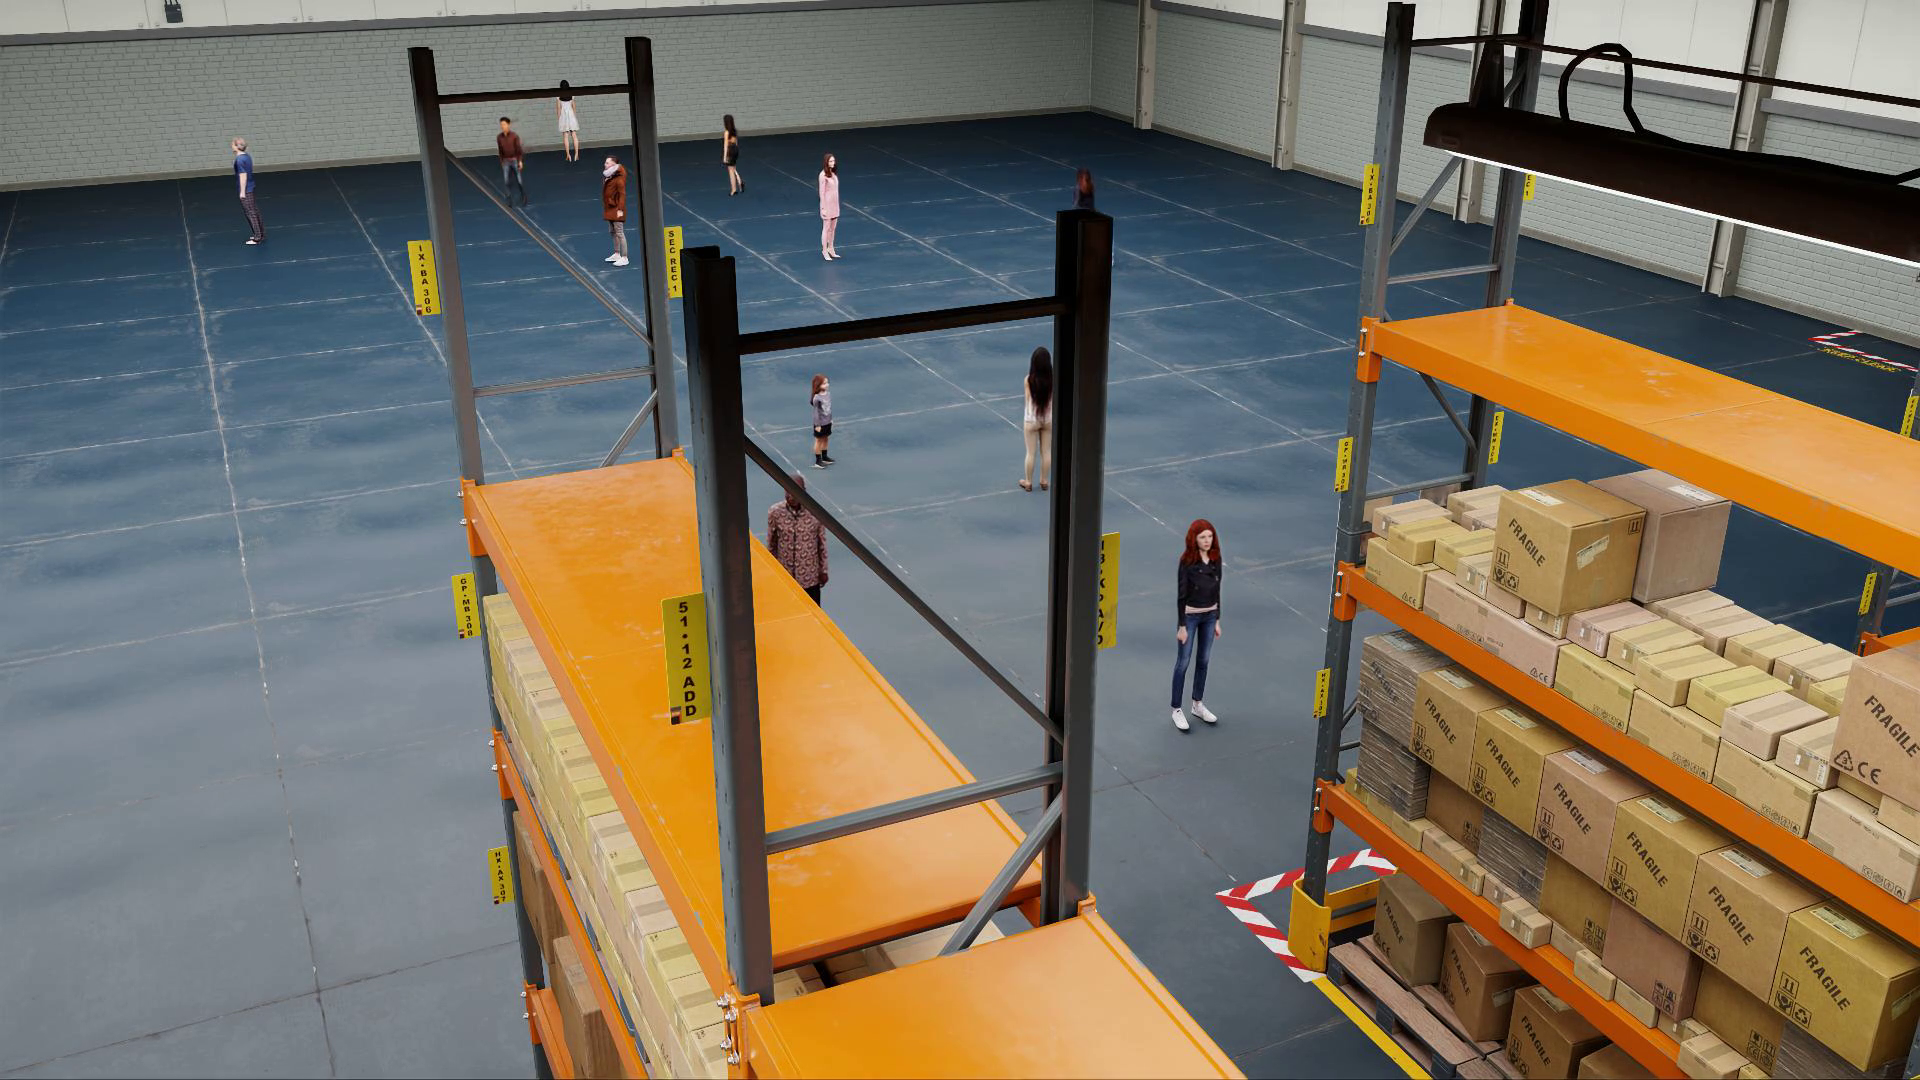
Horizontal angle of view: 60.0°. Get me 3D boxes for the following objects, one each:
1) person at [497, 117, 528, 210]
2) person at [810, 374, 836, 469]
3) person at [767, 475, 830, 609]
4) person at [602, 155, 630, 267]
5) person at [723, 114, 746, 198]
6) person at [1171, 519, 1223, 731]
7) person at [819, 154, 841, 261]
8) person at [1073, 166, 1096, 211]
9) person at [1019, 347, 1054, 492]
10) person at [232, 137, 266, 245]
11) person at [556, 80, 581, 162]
[{"bbox_3d":[-8.706,-7.350,32.467,1.005,1.740,1.248,1,23,2],"label":"person"},{"bbox_3d":[-1.599,-1.403,19.294,0.579,1.106,0.541,13,26,27],"label":"person"},{"bbox_3d":[-1.403,0.273,14.455,0.770,1.808,0.732,-1,23,-2],"label":"person"},{"bbox_3d":[-5.849,-5.610,28.250,0.807,1.839,0.689,-15,27,-31],"label":"person"},{"bbox_3d":[-4.521,-7.724,33.473,0.798,1.641,0.739,11,25,24],"label":"person"},{"bbox_3d":[1.930,0.671,13.547,0.564,1.787,0.538,-11,25,-24],"label":"person"},{"bbox_3d":[-2.244,-5.732,28.585,0.709,1.802,0.696,13,26,28],"label":"person"},{"bbox_3d":[2.167,-5.546,28.380,0.766,1.619,0.901,-18,29,-36],"label":"person"},{"bbox_3d":[0.882,-1.326,18.416,0.634,1.651,0.574,-10,25,-23],"label":"person"},{"bbox_3d":[-12.732,-6.244,29.699,0.787,1.871,0.610,-2,23,-5],"label":"person"},{"bbox_3d":[-8.780,-9.387,37.216,0.642,1.774,0.624,-9,25,-21],"label":"person"}]
